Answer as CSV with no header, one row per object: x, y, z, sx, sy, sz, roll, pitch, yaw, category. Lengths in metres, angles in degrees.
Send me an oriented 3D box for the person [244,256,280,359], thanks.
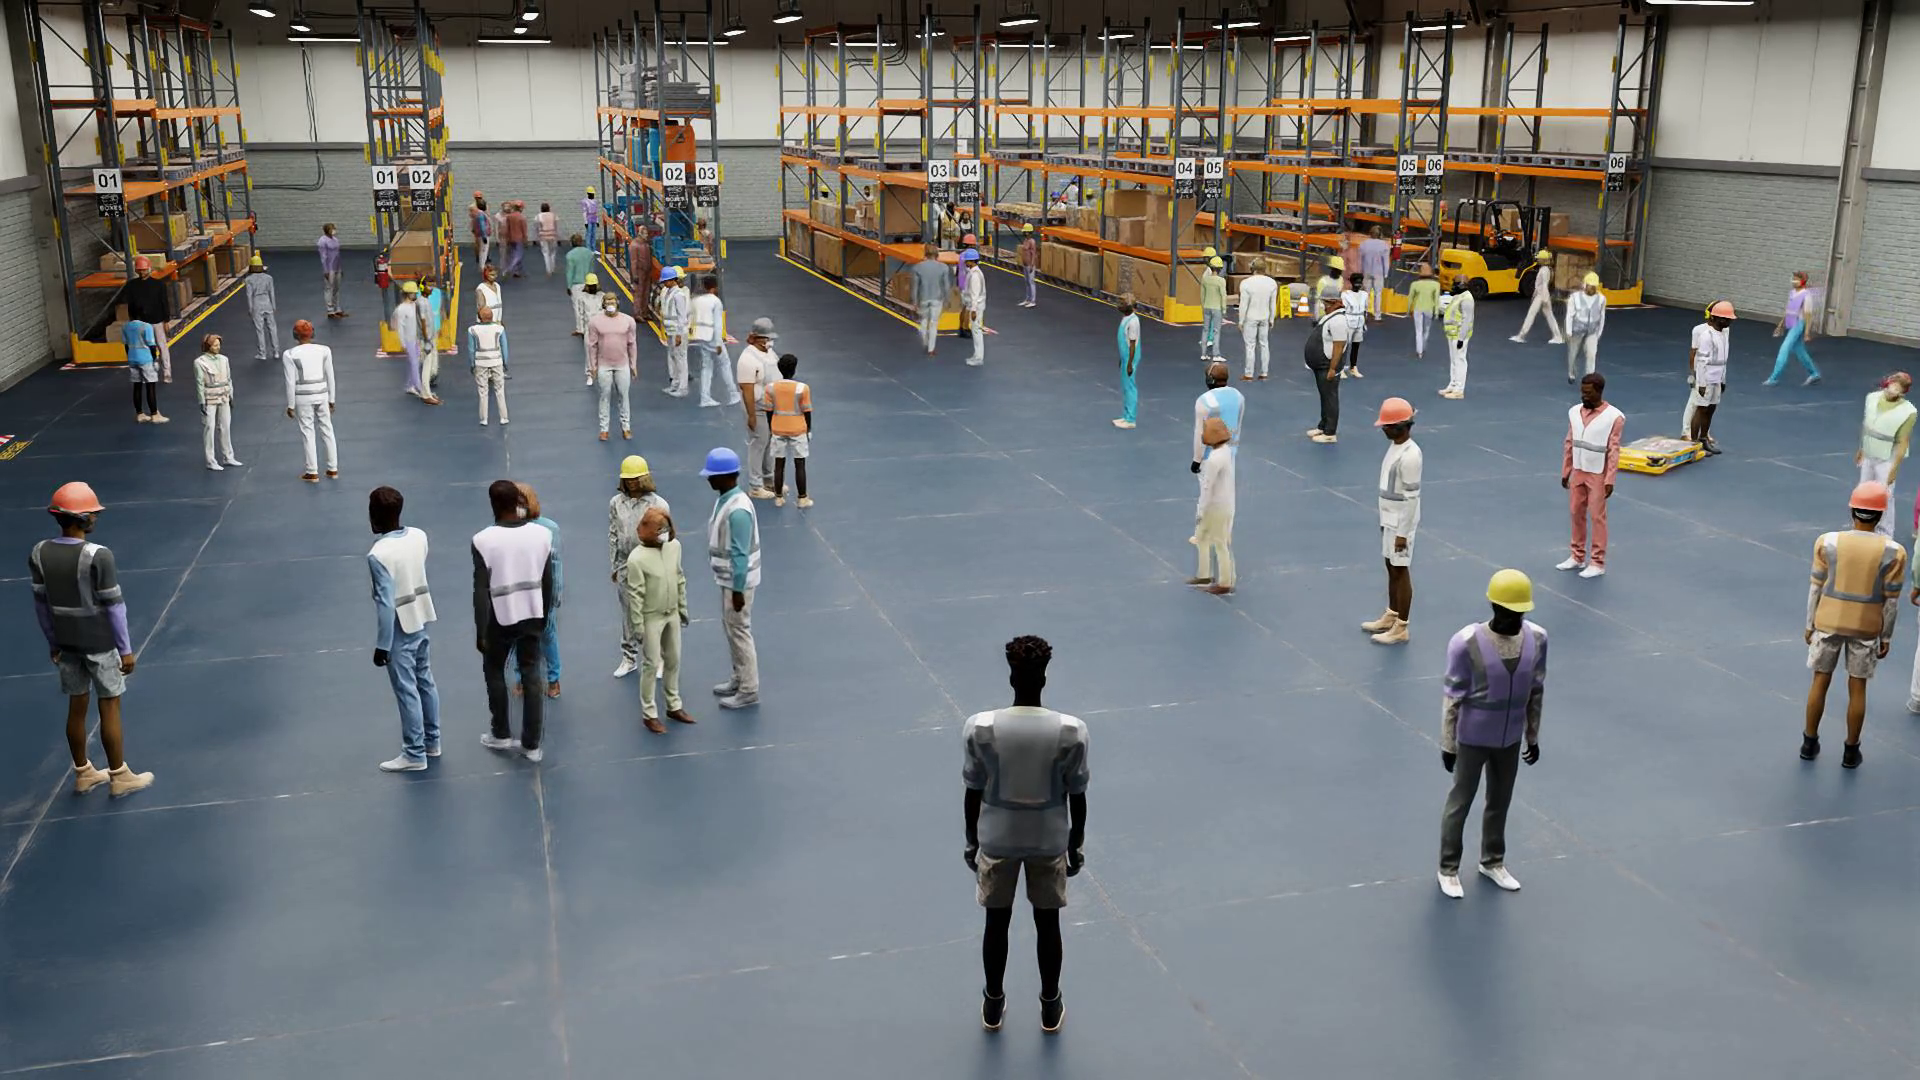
-11.962,-3.971,28.450,0.317,1.743,0.488,14,21,43,person

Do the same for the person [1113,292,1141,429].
2.262,-2.419,22.443,0.349,1.841,0.509,-1,15,-6,person

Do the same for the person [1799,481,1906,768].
5.917,0.560,11.059,0.539,1.929,0.389,8,17,28,person

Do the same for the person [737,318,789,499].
-2.165,-1.483,18.516,0.535,2.000,0.686,5,16,18,person

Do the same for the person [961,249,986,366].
0.226,-3.887,27.771,0.420,1.939,0.603,0,15,-1,person

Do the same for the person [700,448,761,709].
-1.659,0.271,12.124,0.419,1.936,0.616,-5,16,-17,person

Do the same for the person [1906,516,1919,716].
7.098,0.341,11.833,0.602,1.948,0.386,10,18,34,person

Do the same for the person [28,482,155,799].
-5.508,0.634,10.550,0.615,2.039,0.392,4,15,14,person

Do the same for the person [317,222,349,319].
-12.696,-5.452,33.648,0.372,1.940,0.630,2,15,8,person

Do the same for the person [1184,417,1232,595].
2.200,-0.305,14.884,0.586,1.610,0.531,5,16,19,person

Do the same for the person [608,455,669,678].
-2.452,0.207,12.727,0.484,1.744,0.295,2,15,8,person

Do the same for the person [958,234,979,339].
0.168,-4.698,30.820,0.377,1.934,0.550,-3,15,-12,person

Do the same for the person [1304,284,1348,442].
4.733,-2.295,21.571,0.538,2.000,0.689,1,15,3,person

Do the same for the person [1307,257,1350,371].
6.015,-3.680,27.147,0.609,1.867,0.833,-9,17,-31,person

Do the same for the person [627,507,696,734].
-2.107,0.552,11.661,0.285,1.622,0.512,10,18,34,person

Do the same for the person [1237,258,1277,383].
4.644,-3.436,26.064,0.635,1.937,0.353,-5,16,-17,person

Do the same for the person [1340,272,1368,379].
6.235,-3.401,26.401,0.532,1.694,0.319,-7,16,-24,person

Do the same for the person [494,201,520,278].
-11.194,-7.442,41.225,0.645,1.900,0.395,-8,17,-27,person

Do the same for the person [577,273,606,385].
-5.667,-3.270,25.830,0.485,1.736,0.321,-4,15,-15,person

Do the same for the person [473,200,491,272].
-12.275,-7.782,42.662,0.507,1.819,0.702,-8,17,-27,person

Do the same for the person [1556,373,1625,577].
5.888,-0.619,15.531,0.405,1.908,0.599,-8,17,-28,person

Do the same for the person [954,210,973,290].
0.118,-6.742,38.680,0.504,1.847,0.345,-6,16,-21,person

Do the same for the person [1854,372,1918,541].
9.063,-0.789,16.377,0.395,1.803,0.696,-4,15,-13,person

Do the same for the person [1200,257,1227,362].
4.301,-3.902,28.146,0.311,1.768,0.533,-14,20,-42,person

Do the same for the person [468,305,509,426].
-6.404,-2.371,22.618,0.522,1.645,0.305,-5,16,-16,person

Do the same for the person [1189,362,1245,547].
2.523,-0.848,16.510,0.624,1.845,0.430,-11,19,-37,person

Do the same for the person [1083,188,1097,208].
3.929,-9.820,50.567,0.497,1.709,0.667,6,16,23,person

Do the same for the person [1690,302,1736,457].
9.359,-1.996,20.661,0.543,1.931,0.387,-11,19,-37,person

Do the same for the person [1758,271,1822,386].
12.936,-3.251,25.650,0.967,1.810,0.564,2,15,6,person

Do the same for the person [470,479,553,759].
-3.052,0.519,11.269,0.634,1.885,0.706,-13,20,-40,person

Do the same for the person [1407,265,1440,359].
7.946,-3.923,28.564,0.518,1.588,0.865,3,15,10,person

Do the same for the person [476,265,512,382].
-7.381,-3.405,26.159,0.401,1.831,0.571,4,15,14,person

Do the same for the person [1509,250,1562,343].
10.566,-4.414,30.216,0.918,1.693,0.488,7,17,26,person

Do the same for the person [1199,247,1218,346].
4.476,-4.373,29.920,0.314,1.769,0.523,1,15,5,person

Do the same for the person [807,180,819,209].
-4.599,-10.262,51.750,0.379,1.937,0.548,8,17,27,person

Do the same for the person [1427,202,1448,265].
11.079,-6.837,38.692,0.419,2.034,0.604,2,15,8,person

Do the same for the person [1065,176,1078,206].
3.624,-10.607,53.049,0.603,1.938,0.402,8,17,28,person

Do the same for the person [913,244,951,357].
-0.461,-4.160,28.851,0.636,1.907,0.850,4,15,16,person

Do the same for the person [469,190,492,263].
-12.987,-8.478,45.042,0.547,1.935,0.373,1,15,5,person
